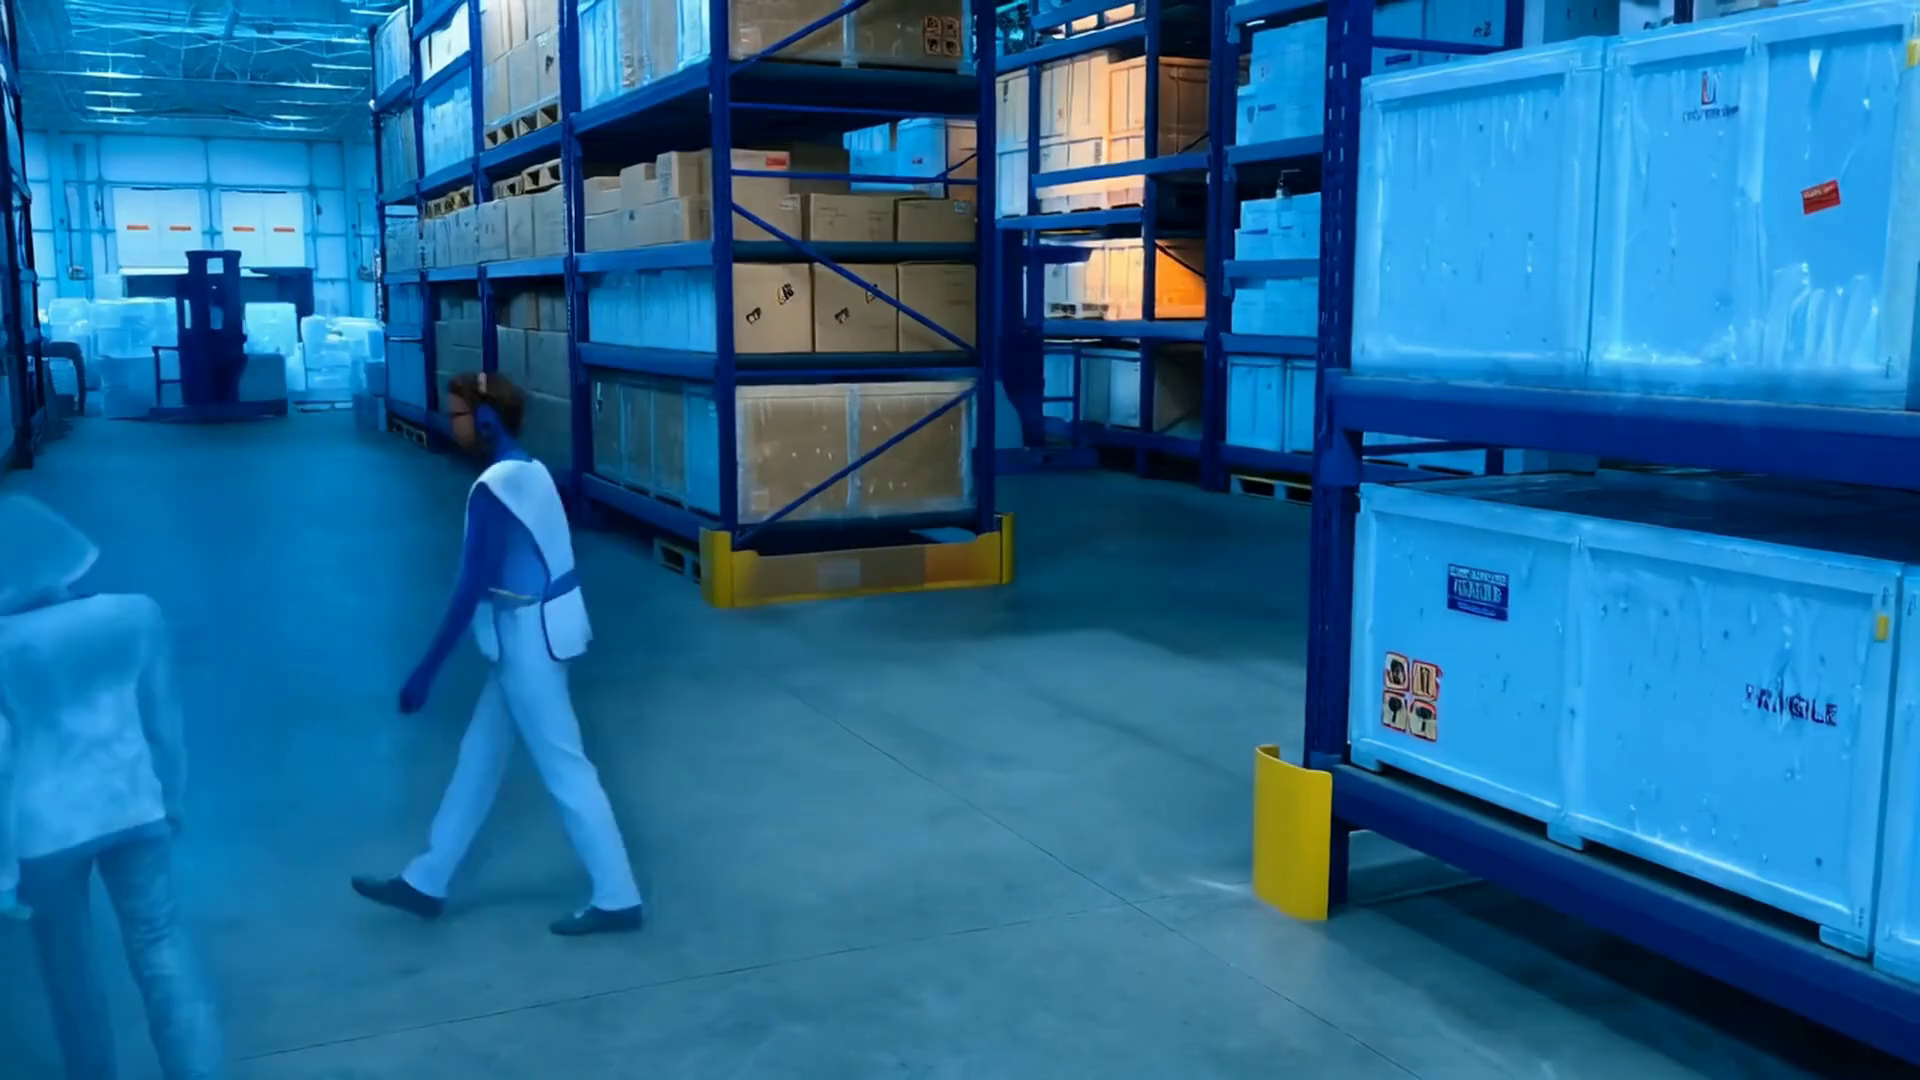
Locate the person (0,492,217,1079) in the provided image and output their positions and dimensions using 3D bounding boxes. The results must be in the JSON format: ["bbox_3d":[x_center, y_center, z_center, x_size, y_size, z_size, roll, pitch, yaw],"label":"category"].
[{"bbox_3d":[-1.975,0.679,3.779,0.516,1.597,0.730,-8,11,-43],"label":"person"}]

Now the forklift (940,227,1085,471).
[{"bbox_3d":[0.377,-2.214,19.352,1.873,2.768,1.129,-4,9,-26],"label":"forklift"}]

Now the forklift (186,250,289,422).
[{"bbox_3d":[-12.314,-3.418,27.658,1.129,2.768,1.873,4,9,26],"label":"forklift"}]

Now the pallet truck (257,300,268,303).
[{"bbox_3d":[-23.913,-7.404,58.171,1.885,1.965,0.823,-1,8,-9],"label":"pallet truck"}]

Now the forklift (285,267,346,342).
[{"bbox_3d":[-16.872,-5.598,42.692,1.129,2.768,1.873,7,11,39],"label":"forklift"}]

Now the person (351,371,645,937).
[{"bbox_3d":[-1.466,0.376,5.233,0.979,1.793,0.582,-1,8,-8],"label":"person"}]
